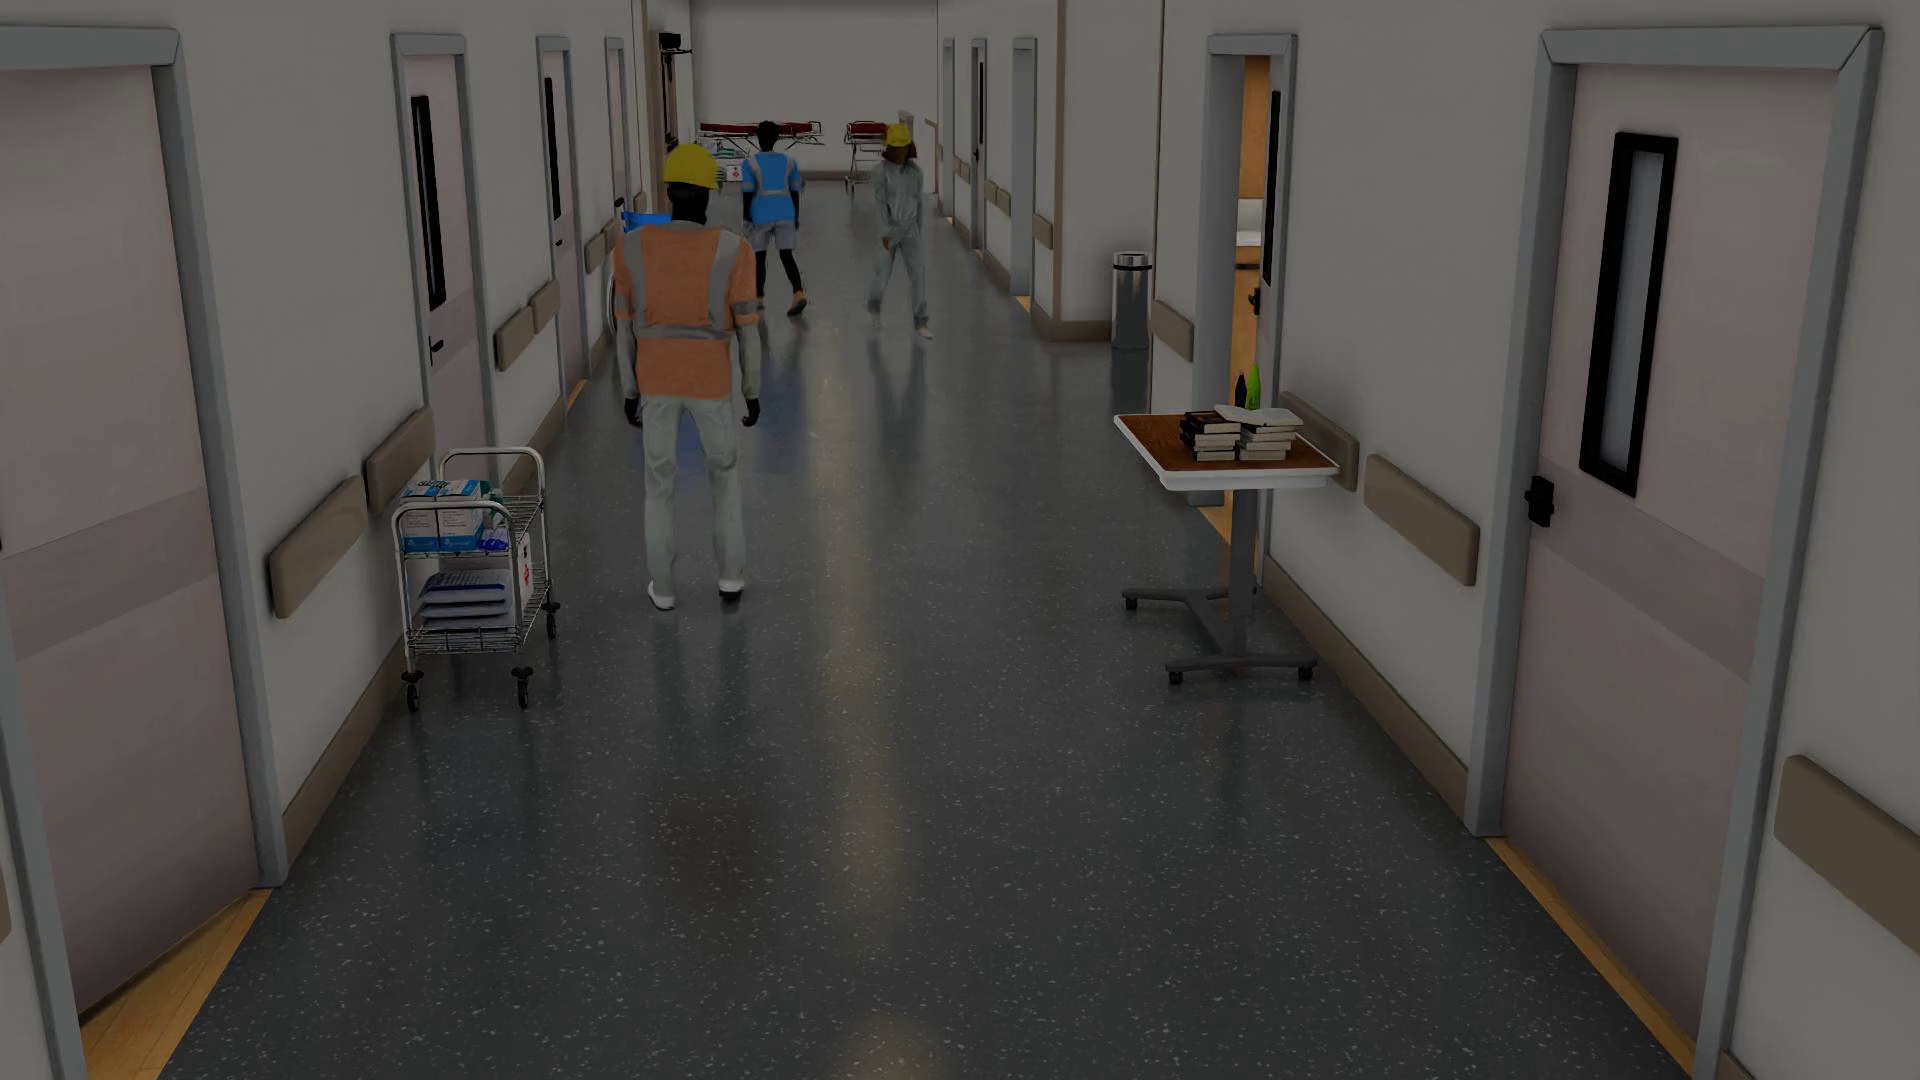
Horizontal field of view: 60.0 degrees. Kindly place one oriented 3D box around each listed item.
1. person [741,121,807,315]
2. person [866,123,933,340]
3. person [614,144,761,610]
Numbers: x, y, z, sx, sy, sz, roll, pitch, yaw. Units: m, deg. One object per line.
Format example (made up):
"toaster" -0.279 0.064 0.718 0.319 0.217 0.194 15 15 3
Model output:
"person" -1.615 -2.791 14.448 0.568 1.651 0.852 -7 18 -22
"person" -0.521 -2.503 13.415 0.476 1.693 0.878 -8 18 -25
"person" -1.118 -0.663 6.909 0.589 1.901 0.490 0 17 0
